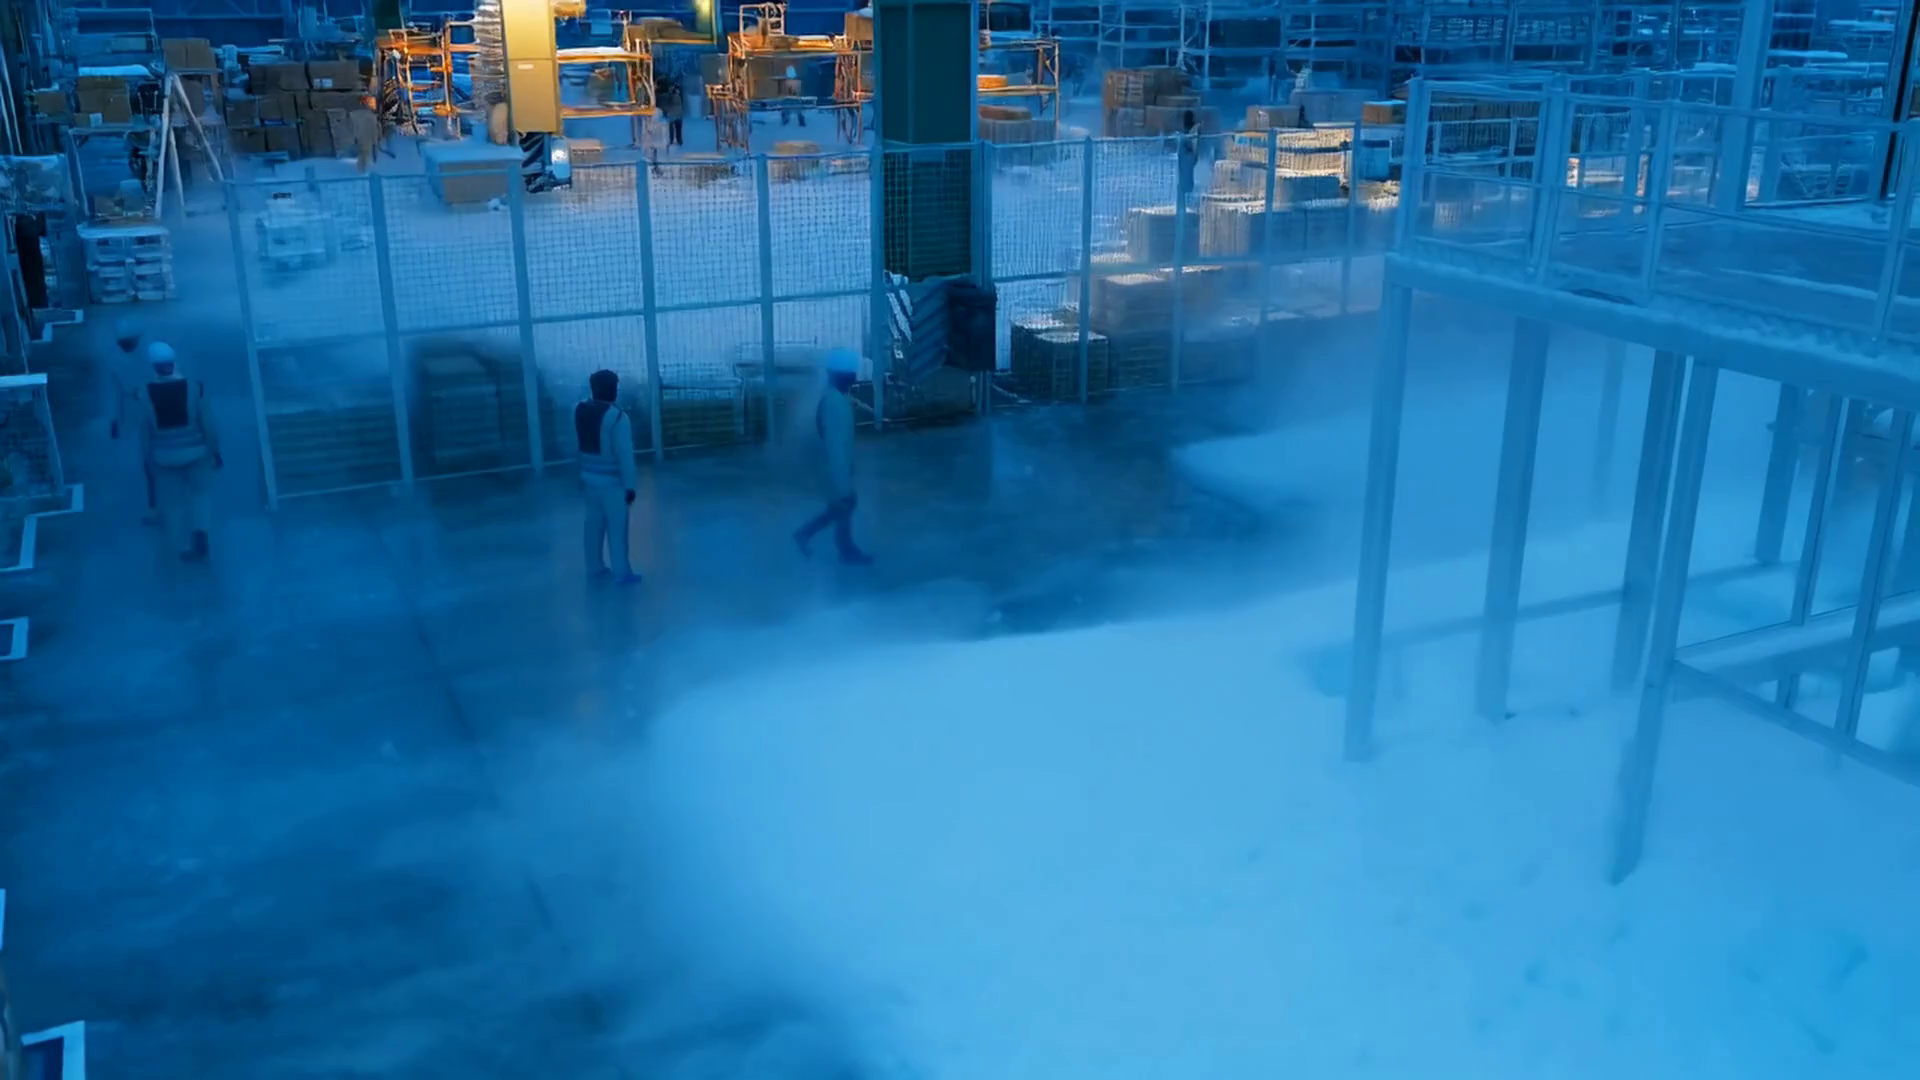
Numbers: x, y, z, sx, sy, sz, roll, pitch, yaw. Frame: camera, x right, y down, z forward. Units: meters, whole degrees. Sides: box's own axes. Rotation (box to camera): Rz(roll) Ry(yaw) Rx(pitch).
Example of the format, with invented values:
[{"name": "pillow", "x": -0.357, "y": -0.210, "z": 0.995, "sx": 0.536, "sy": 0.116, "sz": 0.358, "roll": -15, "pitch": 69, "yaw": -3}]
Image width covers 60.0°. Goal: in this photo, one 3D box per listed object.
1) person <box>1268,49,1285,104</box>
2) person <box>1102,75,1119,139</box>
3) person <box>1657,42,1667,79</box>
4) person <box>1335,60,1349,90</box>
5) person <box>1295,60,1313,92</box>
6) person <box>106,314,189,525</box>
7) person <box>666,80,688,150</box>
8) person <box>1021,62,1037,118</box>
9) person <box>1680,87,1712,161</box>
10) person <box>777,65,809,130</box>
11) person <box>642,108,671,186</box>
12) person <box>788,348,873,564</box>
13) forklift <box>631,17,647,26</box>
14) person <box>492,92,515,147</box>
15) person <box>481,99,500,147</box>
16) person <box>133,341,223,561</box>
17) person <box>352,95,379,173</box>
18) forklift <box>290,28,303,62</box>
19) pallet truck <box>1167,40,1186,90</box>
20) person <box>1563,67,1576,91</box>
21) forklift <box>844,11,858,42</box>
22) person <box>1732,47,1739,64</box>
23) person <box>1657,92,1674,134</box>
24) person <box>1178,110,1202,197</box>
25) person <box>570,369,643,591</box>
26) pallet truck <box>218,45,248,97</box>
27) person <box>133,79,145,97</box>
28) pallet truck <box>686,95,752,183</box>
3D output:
[{"name": "person", "x": 11.858, "y": -17.355, "z": 62.334, "sx": 0.622, "sy": 1.980, "sz": 0.406, "roll": 6, "pitch": 20, "yaw": 16}, {"name": "person", "x": 4.486, "y": -12.949, "z": 49.755, "sx": 0.509, "sy": 1.860, "sz": 0.334, "roll": 8, "pitch": 20, "yaw": 21}, {"name": "person", "x": 32.089, "y": -21.883, "z": 75.948, "sx": 0.532, "sy": 1.661, "sz": 0.840, "roll": 13, "pitch": 23, "yaw": 33}, {"name": "person", "x": 14.103, "y": -16.881, "z": 61.443, "sx": 0.555, "sy": 1.646, "sz": 0.865, "roll": -7, "pitch": 20, "yaw": -19}, {"name": "person", "x": 11.995, "y": -15.753, "z": 57.903, "sx": 0.953, "sy": 1.846, "sz": 0.582, "roll": -17, "pitch": 25, "yaw": -40}, {"name": "person", "x": -7.545, "y": -1.106, "z": 15.275, "sx": 0.648, "sy": 1.942, "sz": 0.980, "roll": 4, "pitch": 19, "yaw": 12}, {"name": "person", "x": -7.968, "y": -11.995, "z": 46.894, "sx": 0.614, "sy": 1.913, "sz": 0.532, "roll": -6, "pitch": 20, "yaw": -17}, {"name": "person", "x": 2.345, "y": -14.915, "z": 55.367, "sx": 0.830, "sy": 1.907, "sz": 0.628, "roll": -12, "pitch": 23, "yaw": -32}, {"name": "person", "x": 19.766, "y": -11.134, "z": 44.460, "sx": 0.547, "sy": 1.893, "sz": 1.025, "roll": -12, "pitch": 23, "yaw": -32}, {"name": "person", "x": -5.266, "y": -14.008, "z": 52.544, "sx": 0.995, "sy": 2.000, "sz": 0.685, "roll": -9, "pitch": 21, "yaw": -24}, {"name": "person", "x": -7.159, "y": -9.272, "z": 39.230, "sx": 0.638, "sy": 1.778, "sz": 1.005, "roll": -1, "pitch": 19, "yaw": -3}, {"name": "person", "x": -1.103, "y": -0.696, "z": 14.149, "sx": 0.626, "sy": 1.921, "sz": 0.545, "roll": 1, "pitch": 19, "yaw": 4}, {"name": "forklift", "x": -14.037, "y": -21.519, "z": 73.051, "sx": 1.873, "sy": 2.768, "sz": 1.129, "roll": 5, "pitch": 20, "yaw": 14}, {"name": "person", "x": -11.611, "y": -10.437, "z": 42.412, "sx": 0.458, "sy": 1.903, "sz": 0.642, "roll": 8, "pitch": 21, "yaw": 22}, {"name": "person", "x": -12.135, "y": -10.581, "z": 43.175, "sx": 0.539, "sy": 1.670, "sz": 0.739, "roll": -9, "pitch": 21, "yaw": -24}, {"name": "person", "x": -6.686, "y": -0.740, "z": 14.267, "sx": 0.650, "sy": 1.916, "sz": 0.539, "roll": -6, "pitch": 20, "yaw": -16}, {"name": "person", "x": -14.933, "y": -10.190, "z": 41.729, "sx": 0.608, "sy": 1.881, "sz": 0.992, "roll": 4, "pitch": 19, "yaw": 11}, {"name": "forklift", "x": -23.854, "y": -17.089, "z": 60.209, "sx": 1.873, "sy": 2.768, "sz": 1.129, "roll": -9, "pitch": 21, "yaw": -25}, {"name": "pallet truck", "x": 9.045, "y": -19.971, "z": 69.895, "sx": 0.823, "sy": 1.965, "sz": 1.885, "roll": -3, "pitch": 19, "yaw": -8}, {"name": "person", "x": 19.205, "y": -13.949, "z": 52.530, "sx": 0.551, "sy": 1.935, "sz": 0.375, "roll": -17, "pitch": 25, "yaw": -40}, {"name": "forklift", "x": -5.447, "y": -25.088, "z": 83.396, "sx": 1.873, "sy": 2.768, "sz": 1.129, "roll": -9, "pitch": 21, "yaw": -25}, {"name": "person", "x": 32.547, "y": -19.795, "z": 69.763, "sx": 0.595, "sy": 1.741, "sz": 0.550, "roll": -9, "pitch": 21, "yaw": -25}, {"name": "person", "x": 19.689, "y": -11.666, "z": 46.404, "sx": 0.506, "sy": 1.611, "sz": 0.374, "roll": 4, "pitch": 19, "yaw": 12}, {"name": "person", "x": 5.125, "y": -8.667, "z": 37.274, "sx": 0.597, "sy": 1.899, "sz": 0.453, "roll": 13, "pitch": 23, "yaw": 34}, {"name": "person", "x": -2.901, "y": -0.498, "z": 13.704, "sx": 0.624, "sy": 1.835, "sz": 0.431, "roll": 13, "pitch": 23, "yaw": 32}, {"name": "pallet truck", "x": -28.879, "y": -18.665, "z": 66.111, "sx": 0.823, "sy": 1.965, "sz": 1.885, "roll": -3, "pitch": 19, "yaw": -9}, {"name": "person", "x": -25.325, "y": -13.409, "z": 51.428, "sx": 0.522, "sy": 1.631, "sz": 0.325, "roll": 7, "pitch": 20, "yaw": 18}, {"name": "pallet truck", "x": -5.836, "y": -9.608, "z": 39.856, "sx": 0.823, "sy": 1.965, "sz": 1.885, "roll": 10, "pitch": 22, "yaw": 27}]
